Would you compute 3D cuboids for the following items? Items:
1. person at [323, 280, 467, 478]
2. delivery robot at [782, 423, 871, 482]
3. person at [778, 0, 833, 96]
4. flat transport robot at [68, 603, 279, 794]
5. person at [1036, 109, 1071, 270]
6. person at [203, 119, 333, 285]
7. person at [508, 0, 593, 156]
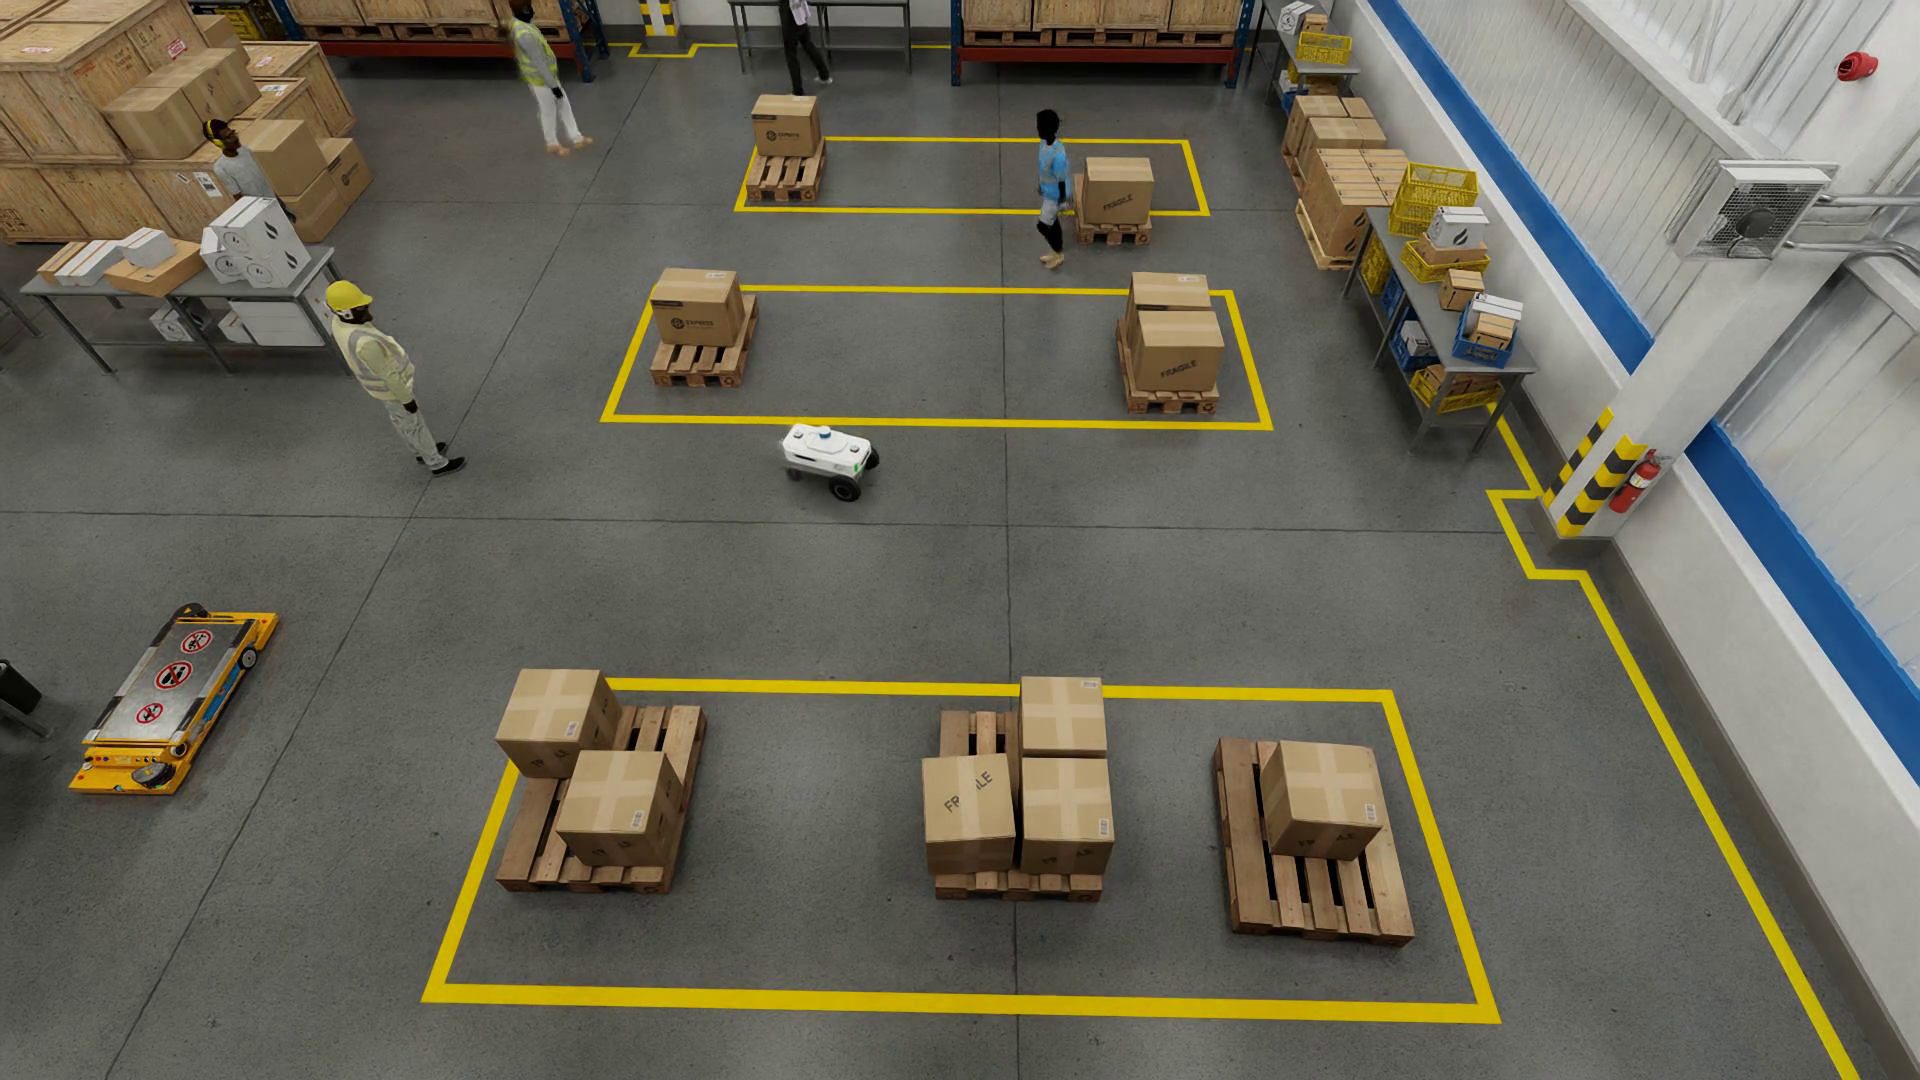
[{"bbox_3d":[-4.600,-1.281,7.419,0.592,1.828,0.404,35,58,26],"label":"person"},{"bbox_3d":[-1.122,-0.754,7.743,0.707,0.478,0.477,15,51,12],"label":"delivery robot"},{"bbox_3d":[-2.142,-6.840,12.085,0.507,1.898,0.783,12,51,10],"label":"person"},{"bbox_3d":[-5.504,1.072,6.442,0.652,0.197,1.431,1,50,1],"label":"flat transport robot"},{"bbox_3d":[0.952,-3.599,9.482,0.423,1.667,0.556,-7,50,-6],"label":"person"},{"bbox_3d":[-6.777,-3.195,9.013,0.328,1.872,0.514,1,50,1],"label":"person"},{"bbox_3d":[-5.006,-5.571,11.061,0.588,1.811,0.706,-11,51,-9],"label":"person"}]
